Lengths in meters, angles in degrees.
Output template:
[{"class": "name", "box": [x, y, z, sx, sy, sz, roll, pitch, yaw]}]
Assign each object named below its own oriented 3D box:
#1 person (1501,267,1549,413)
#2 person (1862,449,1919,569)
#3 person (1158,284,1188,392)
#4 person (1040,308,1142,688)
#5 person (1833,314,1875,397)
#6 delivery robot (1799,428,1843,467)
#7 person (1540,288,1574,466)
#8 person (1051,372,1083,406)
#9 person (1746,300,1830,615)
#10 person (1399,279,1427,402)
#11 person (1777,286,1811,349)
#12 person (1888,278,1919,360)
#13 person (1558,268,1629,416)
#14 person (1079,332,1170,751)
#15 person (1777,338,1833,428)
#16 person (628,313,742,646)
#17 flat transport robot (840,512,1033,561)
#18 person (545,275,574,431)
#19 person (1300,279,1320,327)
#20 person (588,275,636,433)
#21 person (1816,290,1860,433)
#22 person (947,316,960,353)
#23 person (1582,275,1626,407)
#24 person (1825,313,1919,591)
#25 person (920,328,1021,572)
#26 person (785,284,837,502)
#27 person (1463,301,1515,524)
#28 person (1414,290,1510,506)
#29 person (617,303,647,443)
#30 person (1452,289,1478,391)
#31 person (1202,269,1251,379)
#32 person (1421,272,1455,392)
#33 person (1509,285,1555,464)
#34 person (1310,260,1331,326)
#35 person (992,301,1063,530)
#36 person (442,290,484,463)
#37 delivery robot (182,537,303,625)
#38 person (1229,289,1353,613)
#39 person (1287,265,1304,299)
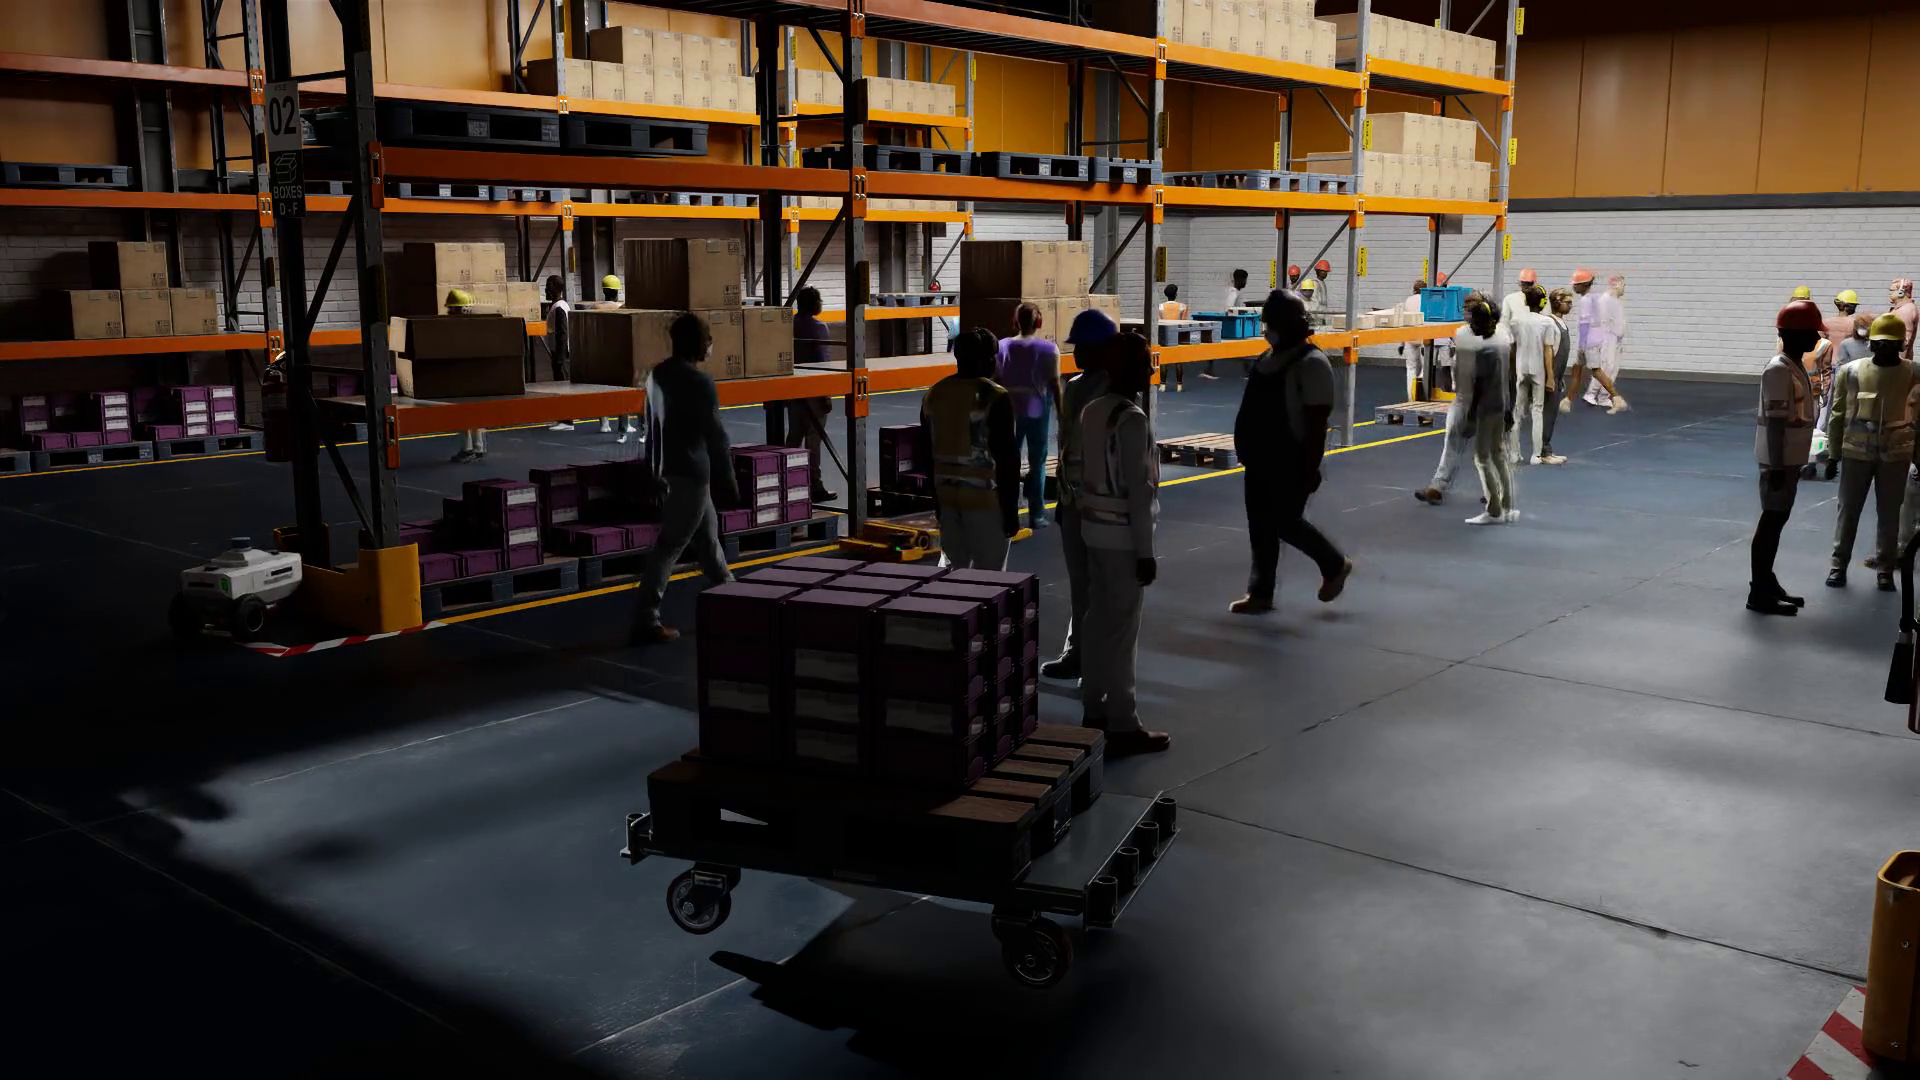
[{"class": "person", "box": [7.724, -2.733, 22.803, 0.632, 1.991, 0.396, 4, 11, 22]}, {"class": "person", "box": [6.853, -0.679, 11.515, 0.866, 1.856, 0.584, 2, 10, 11]}, {"class": "person", "box": [3.306, -3.159, 26.070, 0.530, 1.696, 0.322, 1, 10, 3]}, {"class": "person", "box": [0.687, -0.213, 8.579, 0.381, 1.950, 0.602, -6, 12, -31]}, {"class": "person", "box": [9.710, -1.656, 17.903, 0.505, 1.558, 0.928, 8, 13, 37]}, {"class": "delivery robot", "box": [8.350, -0.937, 16.406, 0.477, 0.478, 0.707, -3, 11, -17]}, {"class": "person", "box": [6.213, -1.697, 17.383, 0.401, 1.840, 0.524, 6, 12, 31]}, {"class": "person", "box": [1.579, -2.742, 23.634, 0.915, 1.722, 0.523, 1, 10, 7]}, {"class": "person", "box": [5.137, -0.514, 10.329, 0.356, 1.937, 0.552, 7, 12, 35]}, {"class": "person", "box": [6.614, -2.850, 23.998, 0.646, 1.816, 0.560, 6, 12, 31]}, {"class": "person", "box": [11.307, -2.556, 22.504, 0.322, 1.743, 0.489, -7, 12, -35]}, {"class": "person", "box": [10.814, -2.065, 19.244, 0.407, 1.906, 0.654, 6, 11, 29]}, {"class": "person", "box": [8.595, -2.675, 22.540, 1.051, 1.988, 0.657, 5, 11, 26]}, {"class": "person", "box": [0.727, 0.008, 7.512, 0.353, 1.883, 0.572, -3, 11, -19]}, {"class": "person", "box": [8.304, -1.437, 16.430, 0.522, 1.640, 0.306, 6, 12, 30]}, {"class": "person", "box": [-1.500, -0.356, 9.576, 1.025, 1.880, 0.657, -7, 12, -34]}, {"class": "flat transport robot", "box": [-0.162, -0.067, 12.523, 0.652, 0.197, 1.431, 9, 14, 43]}, {"class": "person", "box": [-4.971, -2.320, 20.658, 0.381, 1.921, 0.596, -3, 11, -19]}, {"class": "person", "box": [5.438, -3.212, 26.178, 0.523, 1.769, 0.316, -4, 11, -23]}, {"class": "person", "box": [-4.239, -2.257, 20.280, 0.588, 1.927, 0.370, 2, 10, 10]}, {"class": "person", "box": [10.295, -2.031, 19.455, 0.319, 1.765, 0.533, -7, 12, -33]}, {"class": "person", "box": [0.082, -2.367, 21.662, 0.544, 1.647, 0.858, 5, 11, 28]}, {"class": "person", "box": [9.203, -2.810, 23.630, 0.468, 1.866, 0.751, 7, 12, 36]}, {"class": "person", "box": [6.062, -0.579, 10.994, 0.597, 1.831, 0.403, 5, 11, 28]}, {"class": "person", "box": [0.088, -0.193, 8.776, 0.623, 1.844, 0.429, 9, 13, 42]}, {"class": "person", "box": [-1.372, -1.312, 14.873, 0.635, 1.936, 0.353, 9, 14, 42]}, {"class": "person", "box": [4.363, -1.029, 13.599, 0.322, 1.835, 0.681, 10, 14, 44]}, {"class": "person", "box": [4.478, -1.226, 14.526, 1.015, 1.883, 0.646, -6, 11, -29]}, {"class": "person", "box": [-3.824, -1.926, 19.259, 0.494, 1.624, 0.289, -1, 10, -4]}, {"class": "person", "box": [7.824, -3.049, 25.635, 0.530, 1.619, 0.396, 0, 10, 0]}, {"class": "person", "box": [4.679, -3.696, 28.591, 1.068, 1.904, 0.610, 1, 10, 4]}, {"class": "person", "box": [6.601, -2.729, 22.969, 0.539, 1.929, 0.382, 8, 13, 39]}, {"class": "person", "box": [5.989, -1.718, 17.409, 0.513, 1.862, 0.328, 9, 13, 42]}, {"class": "person", "box": [6.569, -4.086, 30.391, 0.403, 2.035, 0.609, 5, 11, 27]}, {"class": "person", "box": [0.549, -0.977, 13.244, 0.590, 1.837, 0.488, 5, 11, 24]}, {"class": "person", "box": [-5.262, -1.701, 17.428, 0.563, 1.813, 0.626, -8, 13, -37]}, {"class": "delivery robot", "box": [-4.211, 0.225, 9.786, 0.477, 0.478, 0.707, 3, 10, 17]}, {"class": "person", "box": [2.022, -0.548, 10.227, 0.707, 2.000, 0.689, -4, 11, -22]}, {"class": "person", "box": [6.182, -4.124, 30.881, 0.543, 1.939, 0.360, 3, 10, 16]}]
